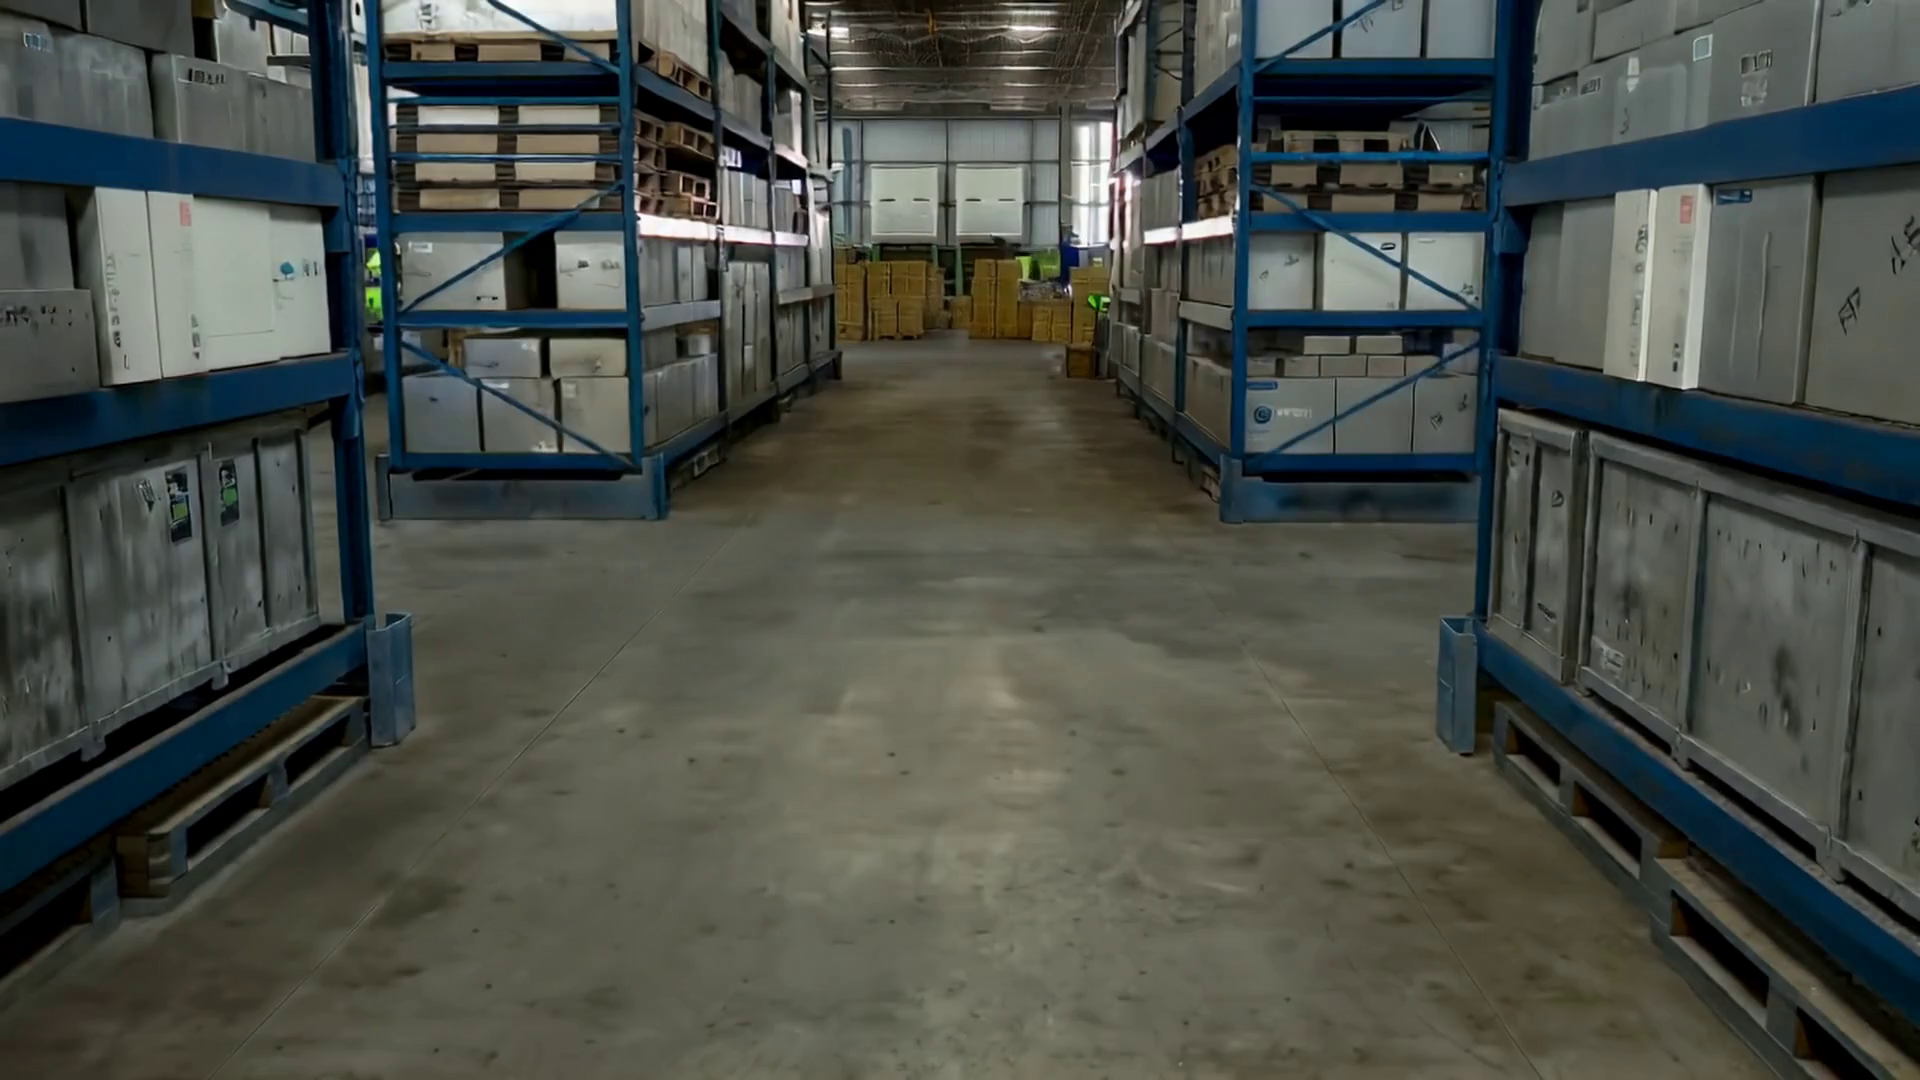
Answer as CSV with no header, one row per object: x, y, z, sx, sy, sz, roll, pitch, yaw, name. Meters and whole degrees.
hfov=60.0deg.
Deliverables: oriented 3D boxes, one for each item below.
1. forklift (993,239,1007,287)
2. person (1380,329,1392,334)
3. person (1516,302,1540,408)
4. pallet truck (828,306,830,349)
1.389,-8.923,57.013,1.873,2.768,1.129,-1,9,-3,forklift
4.798,-2.176,19.777,0.689,1.830,0.444,9,13,44,person
4.984,-1.376,14.377,0.639,2.018,0.605,0,9,1,person
-3.100,-3.940,29.800,1.885,1.965,0.823,3,10,19,pallet truck
